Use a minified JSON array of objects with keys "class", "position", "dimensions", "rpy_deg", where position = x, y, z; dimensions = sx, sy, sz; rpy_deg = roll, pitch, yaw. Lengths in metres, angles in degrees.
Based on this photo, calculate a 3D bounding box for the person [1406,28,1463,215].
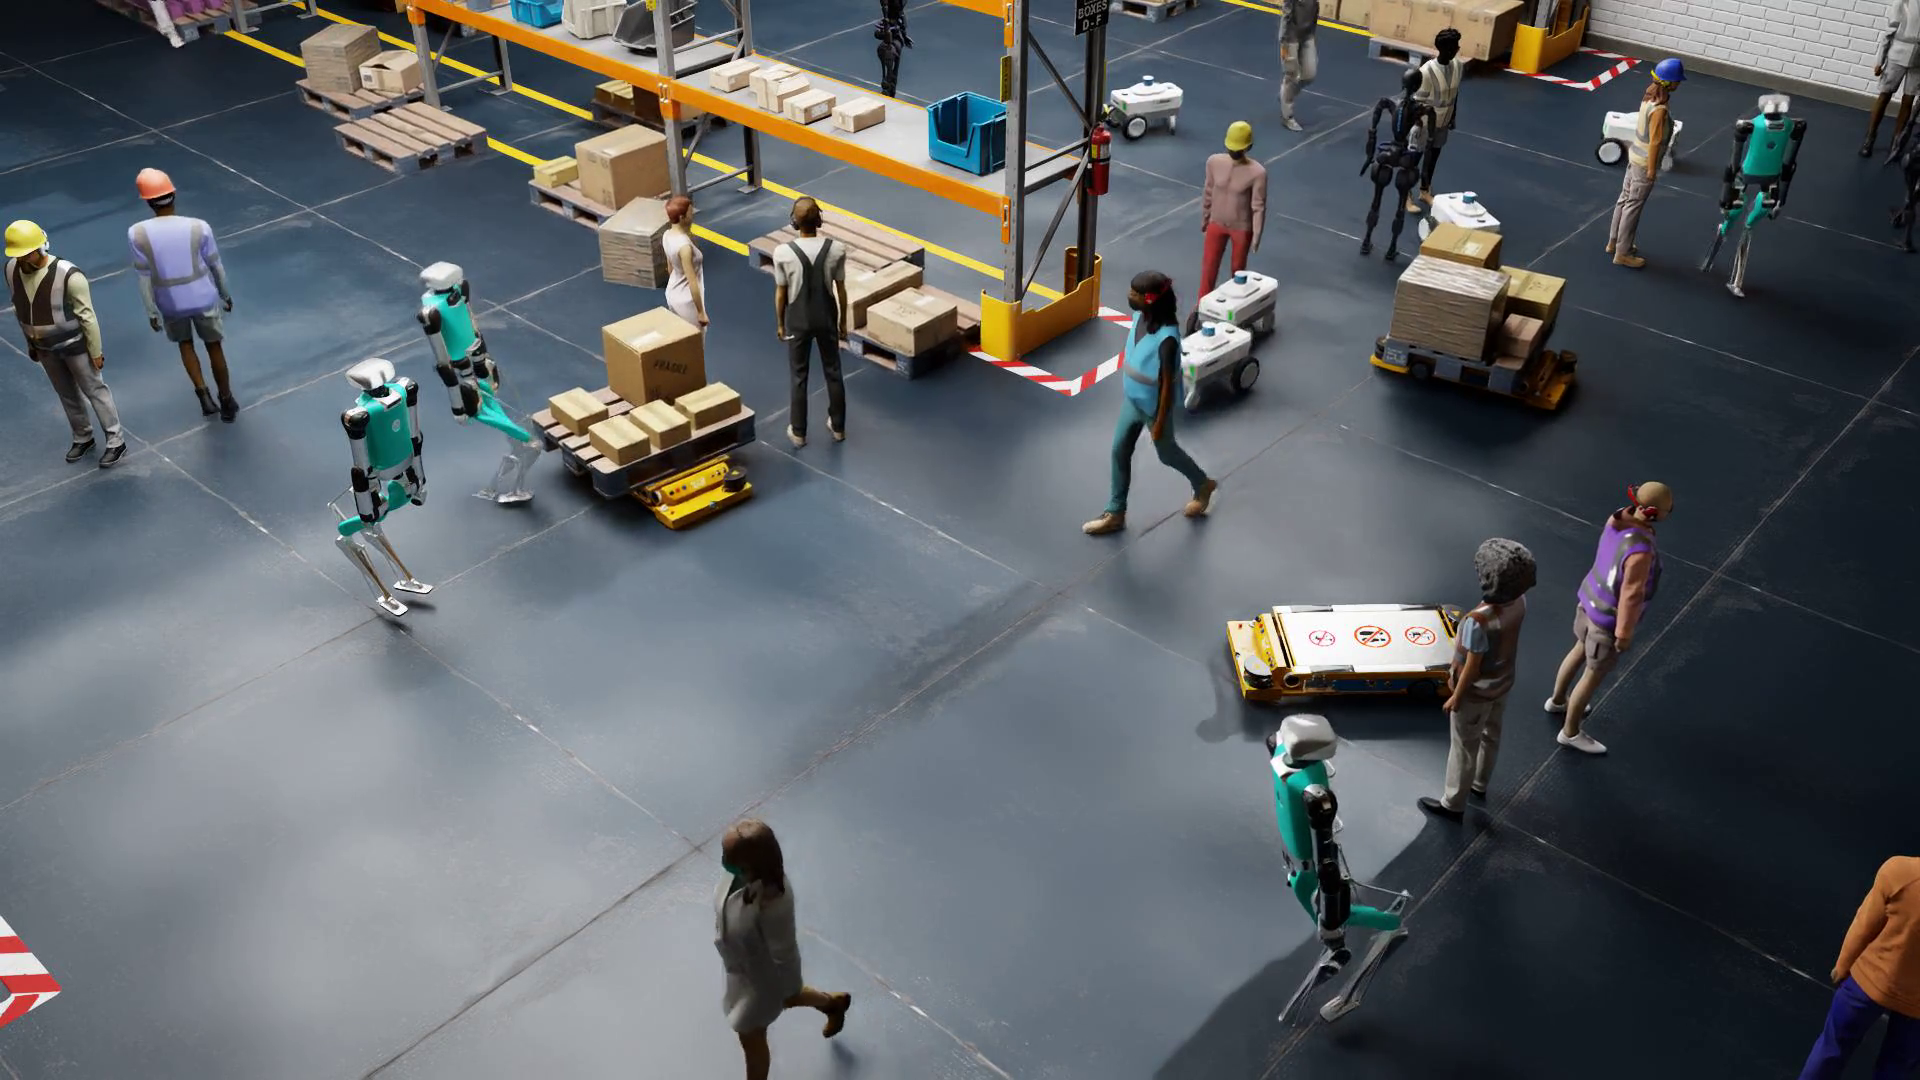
[{"class":"person","position":[4.279,-3.797,15.056],"dimensions":[0.532,1.693,0.320],"rpy_deg":[-20,39,-26]}]

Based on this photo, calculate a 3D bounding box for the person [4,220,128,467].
[{"class":"person","position":[-6.154,-1.349,11.399],"dimensions":[0.589,1.825,0.403],"rpy_deg":[7,35,11]}]

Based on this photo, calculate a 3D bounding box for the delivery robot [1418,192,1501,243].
[{"class":"delivery robot","position":[4.401,-2.754,14.544],"dimensions":[0.499,0.589,0.785],"rpy_deg":[-8,35,-11]}]

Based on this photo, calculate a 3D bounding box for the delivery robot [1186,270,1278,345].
[{"class":"delivery robot","position":[2.188,-1.832,13.229],"dimensions":[0.499,0.614,0.791],"rpy_deg":[27,43,33]}]

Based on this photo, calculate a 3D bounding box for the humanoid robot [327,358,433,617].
[{"class":"humanoid robot","position":[-3.529,-0.352,9.910],"dimensions":[0.735,1.677,0.533],"rpy_deg":[16,38,22]}]

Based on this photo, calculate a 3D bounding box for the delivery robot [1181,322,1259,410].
[{"class":"delivery robot","position":[1.861,-1.359,12.527],"dimensions":[0.789,0.593,0.499],"rpy_deg":[-27,43,-33]}]

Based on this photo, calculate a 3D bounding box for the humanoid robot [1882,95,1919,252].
[{"class":"humanoid robot","position":[8.433,-3.406,14.543],"dimensions":[0.609,1.628,0.769],"rpy_deg":[1,35,2]}]

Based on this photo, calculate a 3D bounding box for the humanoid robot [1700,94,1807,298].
[{"class":"humanoid robot","position":[6.463,-2.863,13.736],"dimensions":[0.563,1.858,0.839],"rpy_deg":[6,35,8]}]

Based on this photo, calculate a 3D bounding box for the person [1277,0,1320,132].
[{"class":"person","position":[3.396,-5.058,16.727],"dimensions":[0.545,1.877,0.458],"rpy_deg":[-18,39,-24]}]

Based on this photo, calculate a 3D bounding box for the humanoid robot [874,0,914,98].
[{"class":"humanoid robot","position":[-0.680,-5.106,16.956],"dimensions":[0.315,1.657,0.599],"rpy_deg":[11,36,15]}]

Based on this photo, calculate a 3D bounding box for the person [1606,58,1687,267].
[{"class":"person","position":[5.835,-3.210,14.133],"dimensions":[0.307,1.778,0.459],"rpy_deg":[4,35,6]}]

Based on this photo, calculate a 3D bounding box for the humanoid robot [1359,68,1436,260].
[{"class":"humanoid robot","position":[3.735,-3.219,14.233],"dimensions":[0.616,1.650,0.326],"rpy_deg":[16,38,22]}]

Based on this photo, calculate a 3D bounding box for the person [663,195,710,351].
[{"class":"person","position":[-1.960,-1.704,12.053],"dimensions":[0.285,1.659,0.439],"rpy_deg":[-19,39,-25]}]

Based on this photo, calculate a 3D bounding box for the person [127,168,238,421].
[{"class":"person","position":[-5.486,-1.718,11.836],"dimensions":[0.555,1.922,0.428],"rpy_deg":[-11,36,-16]}]

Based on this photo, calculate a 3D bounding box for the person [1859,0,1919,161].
[{"class":"person","position":[9.157,-4.632,16.070],"dimensions":[0.547,1.924,0.387],"rpy_deg":[13,37,18]}]

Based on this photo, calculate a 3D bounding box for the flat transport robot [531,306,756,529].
[{"class":"flat transport robot","position":[-2.124,-0.558,11.619],"dimensions":[0.659,0.231,1.431],"rpy_deg":[-26,42,-33]}]

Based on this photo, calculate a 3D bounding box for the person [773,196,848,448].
[{"class":"person","position":[-1.029,-1.521,11.644],"dimensions":[0.502,1.835,0.366],"rpy_deg":[-10,36,-14]}]

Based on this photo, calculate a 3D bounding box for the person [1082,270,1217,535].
[{"class":"person","position":[1.292,-0.892,10.737],"dimensions":[0.936,1.834,0.523],"rpy_deg":[-16,38,-21]}]

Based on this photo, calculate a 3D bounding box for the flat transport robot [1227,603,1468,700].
[{"class":"flat transport robot","position":[2.348,0.664,9.848],"dimensions":[1.431,0.231,0.659],"rpy_deg":[-1,35,-1]}]

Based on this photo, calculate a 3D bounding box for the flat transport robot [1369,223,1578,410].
[{"class":"flat transport robot","position":[3.959,-1.385,12.817],"dimensions":[1.431,0.231,0.659],"rpy_deg":[18,39,25]}]

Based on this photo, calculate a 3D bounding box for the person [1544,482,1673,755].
[{"class":"person","position":[3.519,0.401,8.987],"dimensions":[0.357,1.682,0.502],"rpy_deg":[2,35,4]}]

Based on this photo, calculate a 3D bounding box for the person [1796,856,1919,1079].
[{"class":"person","position":[3.824,1.788,6.727],"dimensions":[0.516,1.973,0.402],"rpy_deg":[19,39,25]}]

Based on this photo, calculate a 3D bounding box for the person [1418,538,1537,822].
[{"class":"person","position":[2.650,0.726,8.504],"dimensions":[0.441,1.689,0.306],"rpy_deg":[-27,43,-33]}]

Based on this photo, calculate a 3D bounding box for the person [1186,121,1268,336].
[{"class":"person","position":[2.104,-2.429,13.033],"dimensions":[0.546,1.730,0.739],"rpy_deg":[16,38,22]}]

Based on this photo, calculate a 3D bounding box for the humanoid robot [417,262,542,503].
[{"class":"humanoid robot","position":[-3.030,-0.955,10.911],"dimensions":[0.763,1.777,0.542],"rpy_deg":[6,35,9]}]

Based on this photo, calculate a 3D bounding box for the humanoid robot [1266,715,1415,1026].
[{"class":"humanoid robot","position":[1.716,1.500,7.380],"dimensions":[0.816,1.808,0.577],"rpy_deg":[-7,35,-10]}]

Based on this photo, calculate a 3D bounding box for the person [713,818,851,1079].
[{"class":"person","position":[-0.796,1.760,7.045],"dimensions":[0.690,1.638,0.487],"rpy_deg":[-17,38,-22]}]

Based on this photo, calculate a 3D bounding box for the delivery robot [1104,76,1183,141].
[{"class":"delivery robot","position":[1.869,-4.414,16.970],"dimensions":[0.785,0.613,0.507],"rpy_deg":[-13,37,-19]}]

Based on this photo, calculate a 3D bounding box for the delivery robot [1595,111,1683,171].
[{"class":"delivery robot","position":[6.637,-3.951,16.300],"dimensions":[0.804,0.614,0.499],"rpy_deg":[14,37,20]}]

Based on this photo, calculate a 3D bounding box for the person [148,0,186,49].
[{"class":"person","position":[-9.254,-6.615,18.997],"dimensions":[0.985,1.850,0.662],"rpy_deg":[29,44,35]}]
